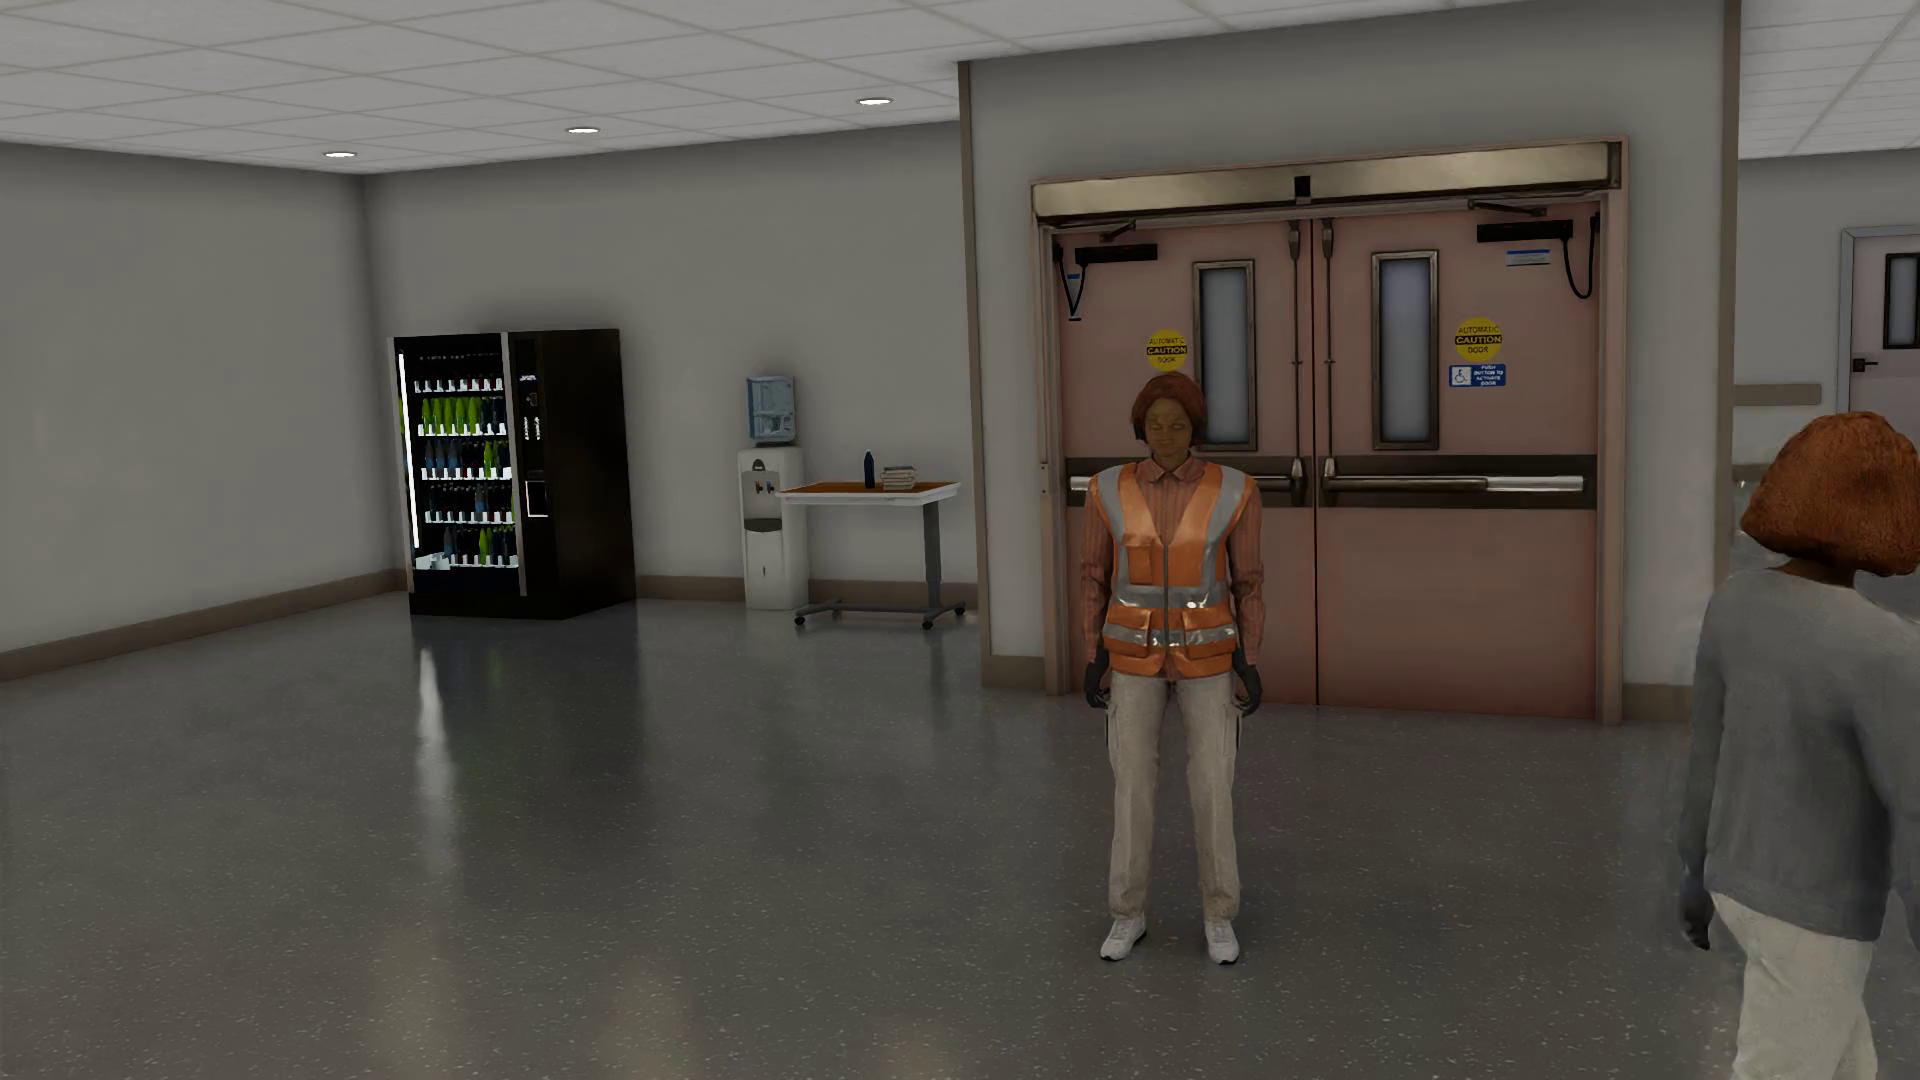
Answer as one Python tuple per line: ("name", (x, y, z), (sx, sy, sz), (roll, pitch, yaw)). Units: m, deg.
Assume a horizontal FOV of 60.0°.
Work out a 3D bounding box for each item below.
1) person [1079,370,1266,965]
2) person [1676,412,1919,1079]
("person", (0.589, 0.354, 4.605), (0.514, 1.640, 0.311), (-1, 8, 13))
("person", (1.301, 0.596, 2.671), (0.796, 1.600, 0.509), (-3, 7, -4))
